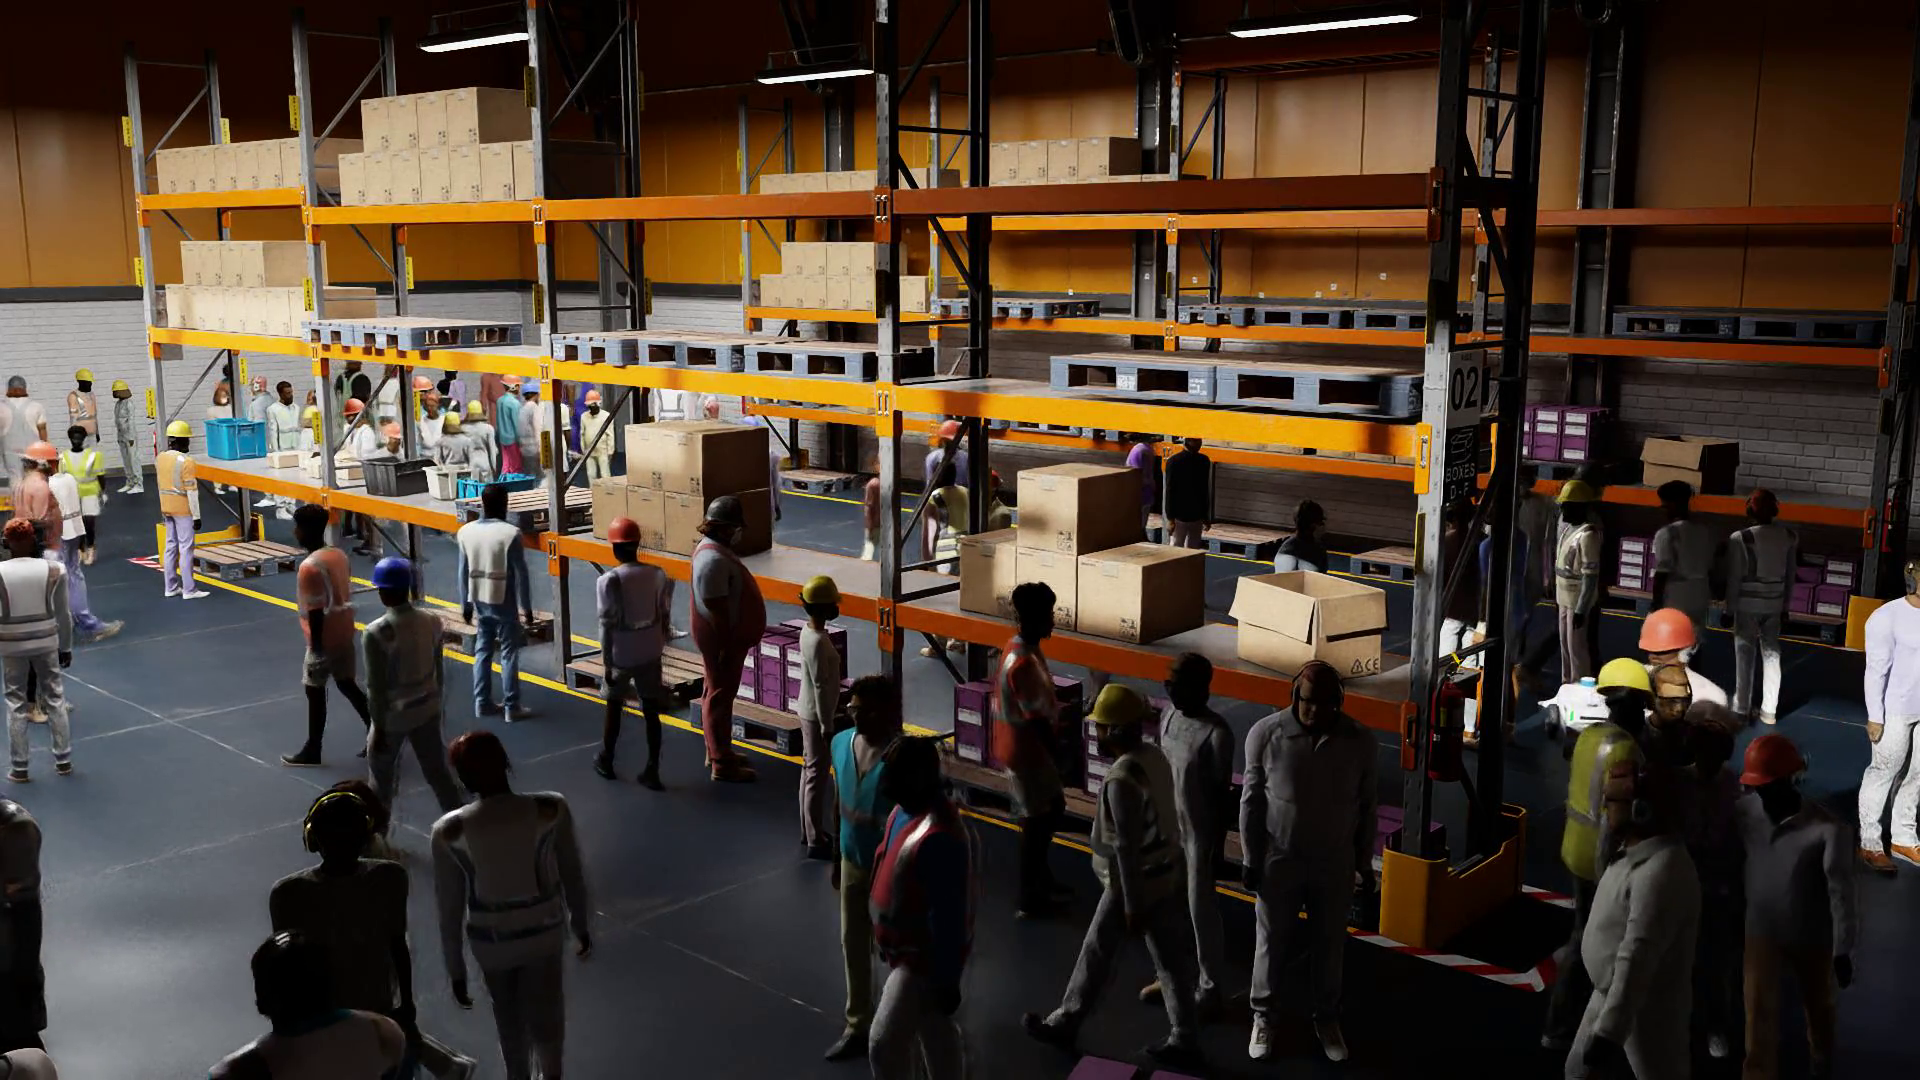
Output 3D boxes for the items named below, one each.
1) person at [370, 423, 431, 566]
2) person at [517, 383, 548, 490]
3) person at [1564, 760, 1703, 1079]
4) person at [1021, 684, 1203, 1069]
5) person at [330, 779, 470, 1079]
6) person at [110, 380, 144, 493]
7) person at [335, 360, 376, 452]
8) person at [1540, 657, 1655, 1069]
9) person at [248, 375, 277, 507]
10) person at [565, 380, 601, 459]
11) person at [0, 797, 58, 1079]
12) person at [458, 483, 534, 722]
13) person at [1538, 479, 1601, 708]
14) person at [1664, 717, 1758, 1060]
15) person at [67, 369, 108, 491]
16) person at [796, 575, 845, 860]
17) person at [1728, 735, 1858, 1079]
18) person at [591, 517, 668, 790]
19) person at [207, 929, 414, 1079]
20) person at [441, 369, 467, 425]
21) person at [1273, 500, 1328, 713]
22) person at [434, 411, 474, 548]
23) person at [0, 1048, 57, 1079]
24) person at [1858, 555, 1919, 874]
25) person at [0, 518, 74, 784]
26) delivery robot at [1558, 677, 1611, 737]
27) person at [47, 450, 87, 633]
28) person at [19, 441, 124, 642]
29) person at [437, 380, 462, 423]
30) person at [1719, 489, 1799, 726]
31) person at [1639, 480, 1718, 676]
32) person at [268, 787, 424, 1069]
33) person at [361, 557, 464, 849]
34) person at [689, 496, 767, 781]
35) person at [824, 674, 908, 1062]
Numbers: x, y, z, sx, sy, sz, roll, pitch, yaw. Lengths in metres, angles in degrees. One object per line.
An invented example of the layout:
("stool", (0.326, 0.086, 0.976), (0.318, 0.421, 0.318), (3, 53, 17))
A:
("person", (-6.685, -0.530, 19.645), (0.915, 1.702, 0.564), (8, 13, 39))
("person", (-5.882, -1.220, 23.032), (0.406, 1.890, 0.685), (-9, 13, -41))
("person", (2.648, 1.752, 6.304), (0.948, 1.866, 0.641), (2, 10, 12))
("person", (0.718, 1.543, 7.677), (0.920, 1.783, 0.600), (5, 11, 26))
("person", (-2.401, 1.763, 6.922), (0.558, 1.617, 0.506), (-3, 11, -18))
("person", (-12.800, -1.583, 25.500), (0.484, 1.738, 0.320), (8, 13, 38))
("person", (-10.301, -2.219, 28.237), (0.686, 2.000, 0.928), (3, 11, 18))
("person", (3.027, 1.495, 7.723), (0.628, 1.865, 0.673), (0, 10, -1))
("person", (-10.144, -1.439, 24.203), (0.402, 1.911, 0.639), (-1, 10, -4))
("person", (-6.676, -2.418, 29.363), (0.813, 2.000, 0.747), (1, 10, 4))
("person", (-3.899, 1.657, 6.649), (0.546, 1.928, 0.385), (5, 11, 25))
("person", (-3.706, 0.497, 13.242), (0.604, 1.915, 0.387), (4, 11, 23))
("person", (4.914, 0.471, 13.347), (0.366, 1.926, 0.592), (1, 10, 4))
("person", (3.437, 1.613, 7.745), (0.513, 1.631, 0.321), (3, 11, 18))
("person", (-13.361, -1.663, 25.453), (0.400, 1.918, 0.592), (1, 10, 6))
("person", (-0.857, 1.089, 10.311), (0.308, 1.769, 0.524), (-2, 10, -12))
("person", (3.646, 1.667, 7.268), (0.862, 1.695, 0.621), (-8, 13, -37))
("person", (-2.334, 0.773, 11.696), (0.566, 1.902, 0.782), (-7, 12, -33))
("person", (-1.830, 2.041, 4.824), (0.720, 1.821, 0.641), (7, 12, 36))
("person", (-8.253, -1.973, 27.161), (0.364, 1.930, 0.588), (1, 10, 8))
("person", (2.524, 0.661, 12.243), (0.372, 1.940, 0.631), (7, 12, 34))
("person", (-6.340, -0.762, 20.936), (0.528, 1.706, 0.819), (-7, 12, -35))
("person", (-2.647, 2.064, 4.557), (0.386, 1.849, 0.567), (0, 10, 2))
("person", (5.746, 1.046, 10.065), (0.630, 1.940, 0.372), (-3, 10, -16))
("person", (-6.599, 0.774, 11.790), (0.574, 1.875, 0.345), (-8, 13, -38))
("delivery robot", (4.689, 1.270, 12.444), (0.477, 0.478, 0.707), (2, 10, 13))
("person", (-8.787, 0.001, 16.275), (0.395, 1.836, 0.561), (0, 10, 0))
("person", (-8.522, 0.039, 15.720), (0.903, 1.947, 0.630), (-9, 13, -41))
("person", (-8.207, -1.723, 26.536), (0.552, 1.648, 0.722), (0, 10, -2))
("person", (6.286, 0.534, 13.120), (0.575, 1.881, 0.356), (-2, 10, -8))
("person", (5.708, 0.489, 13.200), (0.653, 1.940, 0.484), (-3, 10, -16))
("person", (-2.214, 1.797, 6.036), (0.510, 1.865, 0.329), (-7, 12, -33))
("person", (-3.364, 1.040, 10.214), (0.989, 1.905, 0.629), (6, 12, 32))
("person", (-1.647, 0.678, 11.858), (0.536, 2.000, 0.674), (-2, 10, -13))
("person", (-0.353, 1.502, 7.803), (0.574, 1.829, 0.645), (8, 13, 38))
